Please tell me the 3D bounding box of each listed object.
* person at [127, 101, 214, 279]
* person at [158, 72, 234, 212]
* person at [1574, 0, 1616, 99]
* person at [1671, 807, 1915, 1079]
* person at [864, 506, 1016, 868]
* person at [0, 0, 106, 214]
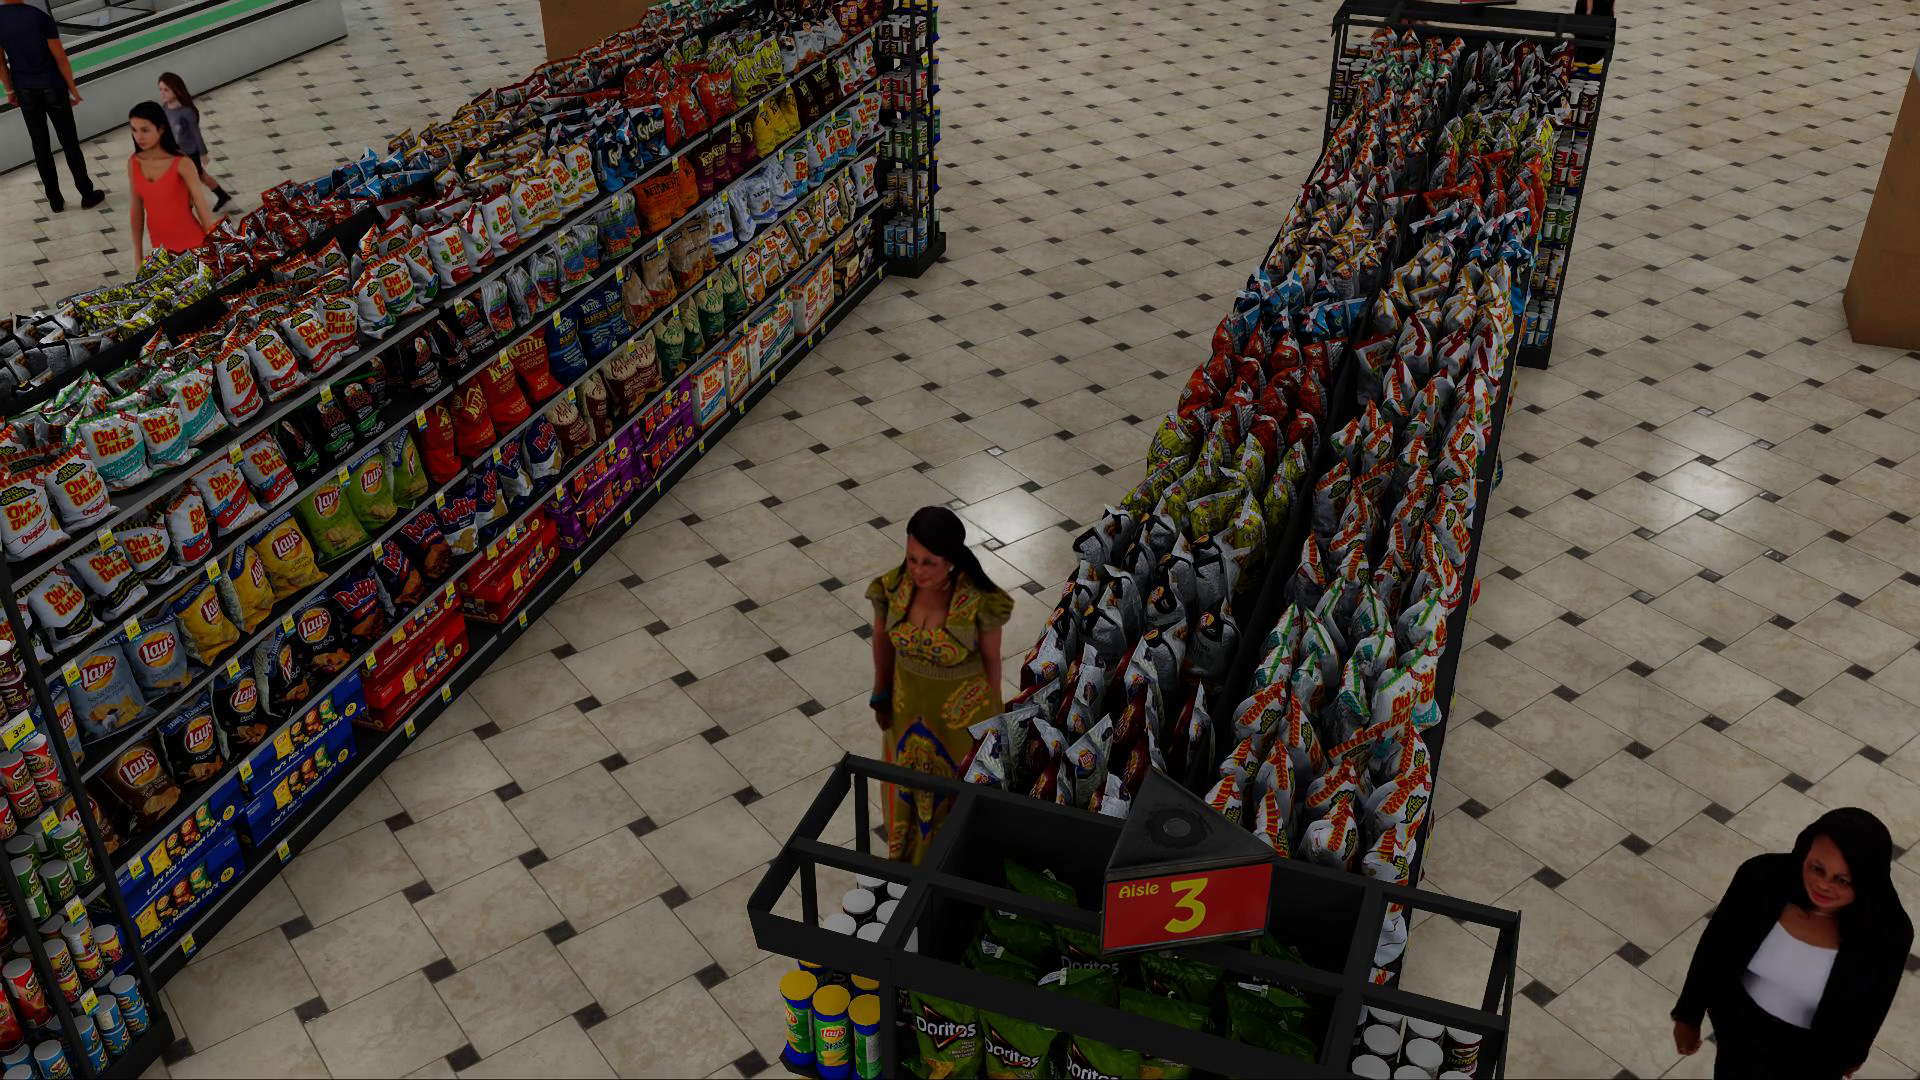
[{"bbox_3d":[-4.487,-1.703,9.684,0.698,1.672,1.142,6,32,10],"label":"person"},{"bbox_3d":[-5.585,-2.857,12.101,0.558,1.078,0.824,16,35,23],"label":"person"},{"bbox_3d":[5.451,-4.615,14.451,0.760,1.581,0.819,-14,35,-22],"label":"person"},{"bbox_3d":[2.411,1.359,4.856,0.858,1.573,1.111,23,38,32],"label":"person"},{"bbox_3d":[-0.056,0.578,6.037,0.838,1.651,0.734,8,33,13],"label":"person"},{"bbox_3d":[-6.705,-3.285,12.108,0.719,1.797,0.729,-8,33,-12],"label":"person"}]
